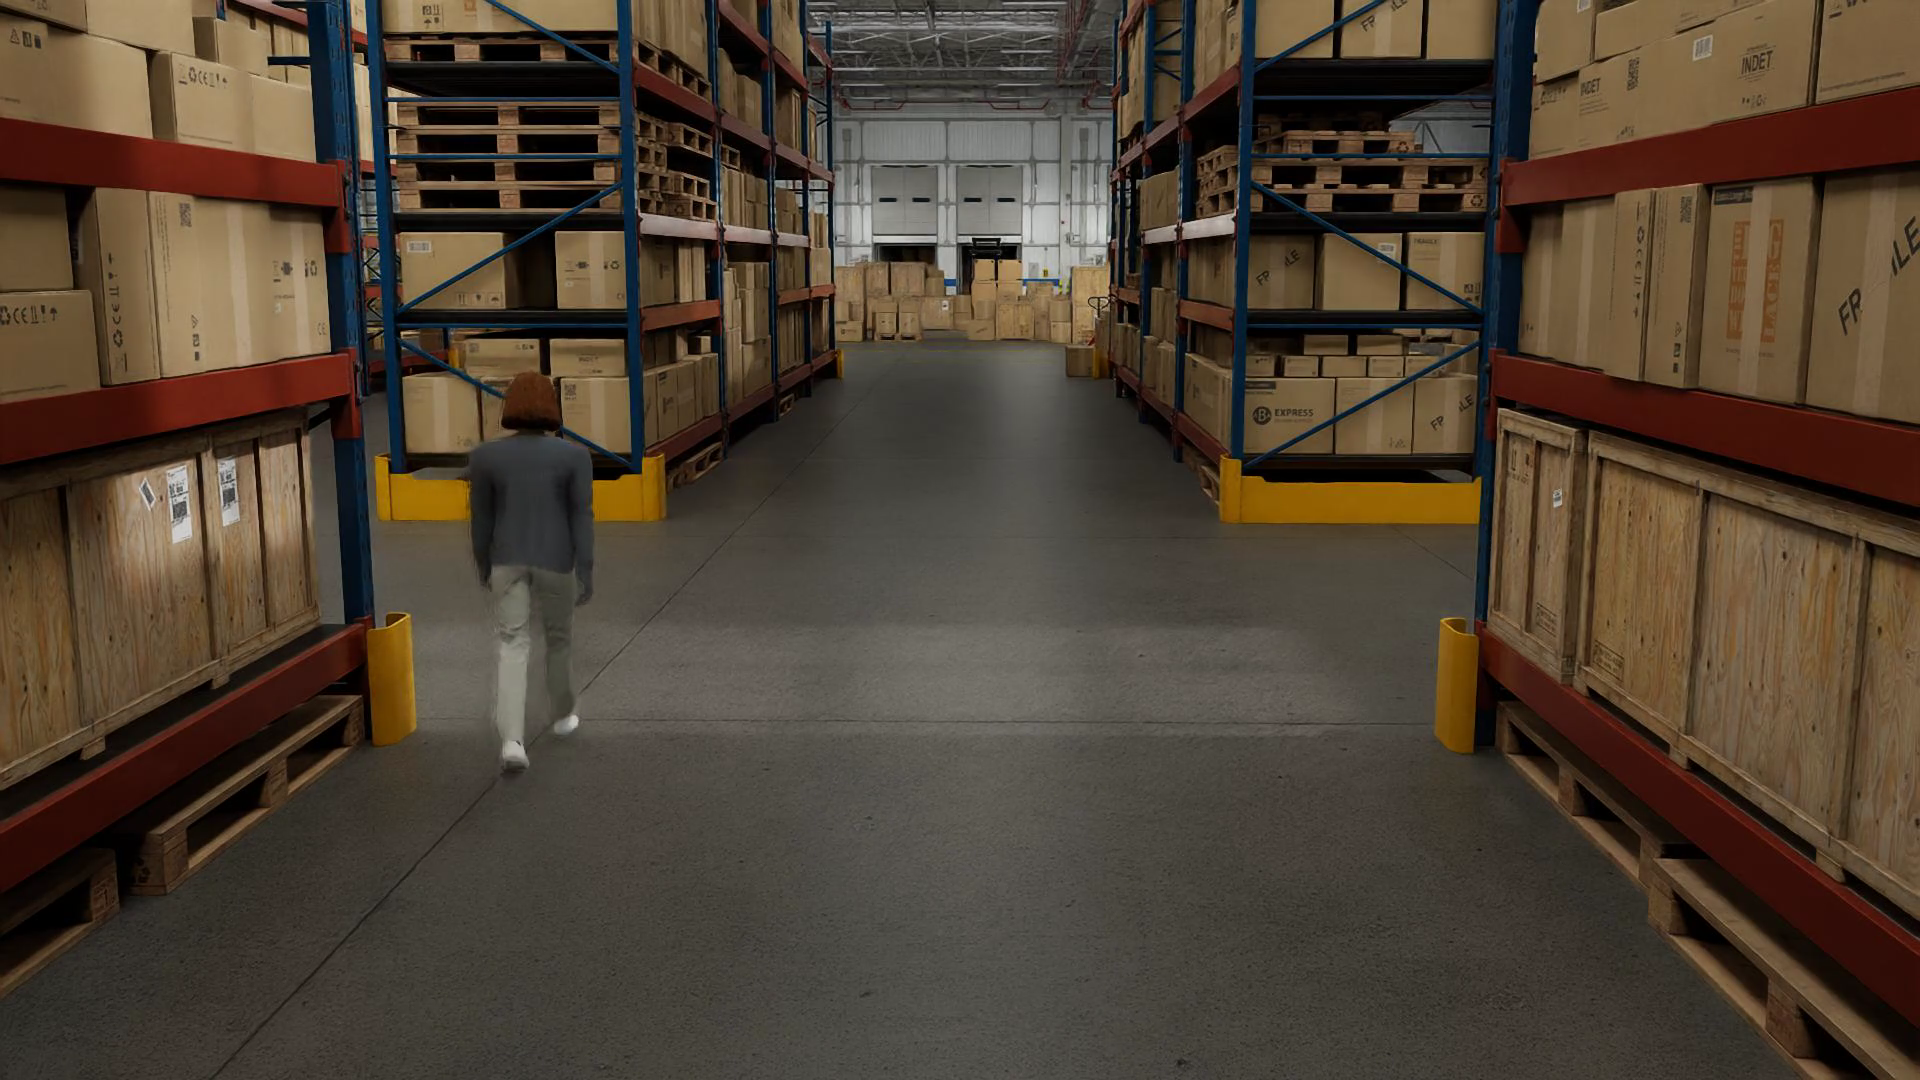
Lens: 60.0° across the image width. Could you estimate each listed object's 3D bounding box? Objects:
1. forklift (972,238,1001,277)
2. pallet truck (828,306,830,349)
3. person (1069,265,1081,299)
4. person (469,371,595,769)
[{"bbox_3d":[0.863,-8.497,54.458,1.129,2.768,1.873,0,9,1],"label":"forklift"},{"bbox_3d":[-3.100,-3.940,29.800,1.885,1.965,0.823,3,10,19],"label":"pallet truck"},{"bbox_3d":[4.022,-8.283,56.031,0.667,1.921,0.504,-4,10,-25],"label":"person"},{"bbox_3d":[-1.740,0.115,6.779,0.503,1.599,0.864,-1,10,-8],"label":"person"}]
